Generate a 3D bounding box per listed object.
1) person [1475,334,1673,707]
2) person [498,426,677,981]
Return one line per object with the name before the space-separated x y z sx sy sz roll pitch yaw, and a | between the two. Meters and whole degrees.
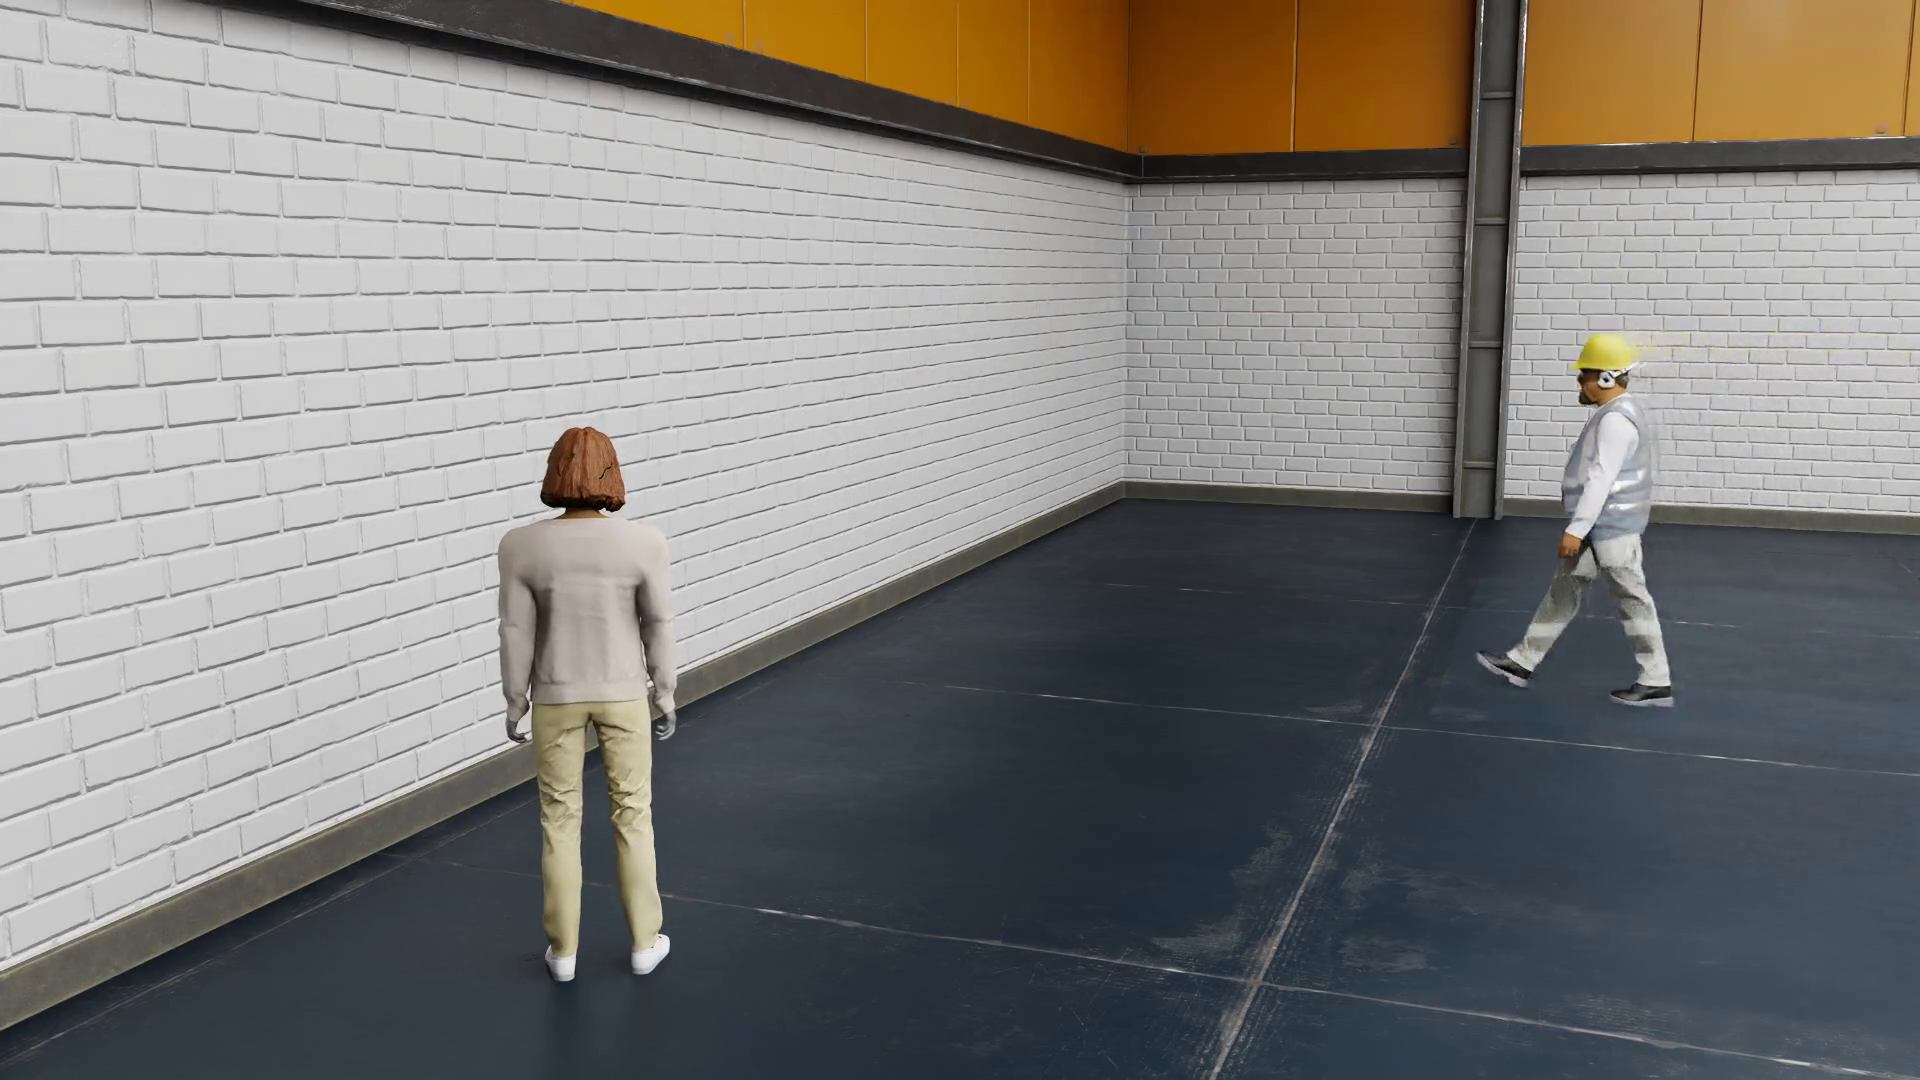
person | 3.036 -0.094 8.041 0.935 1.779 0.596 2 9 15
person | -1.088 0.483 4.899 0.507 1.632 0.268 -1 9 -9
